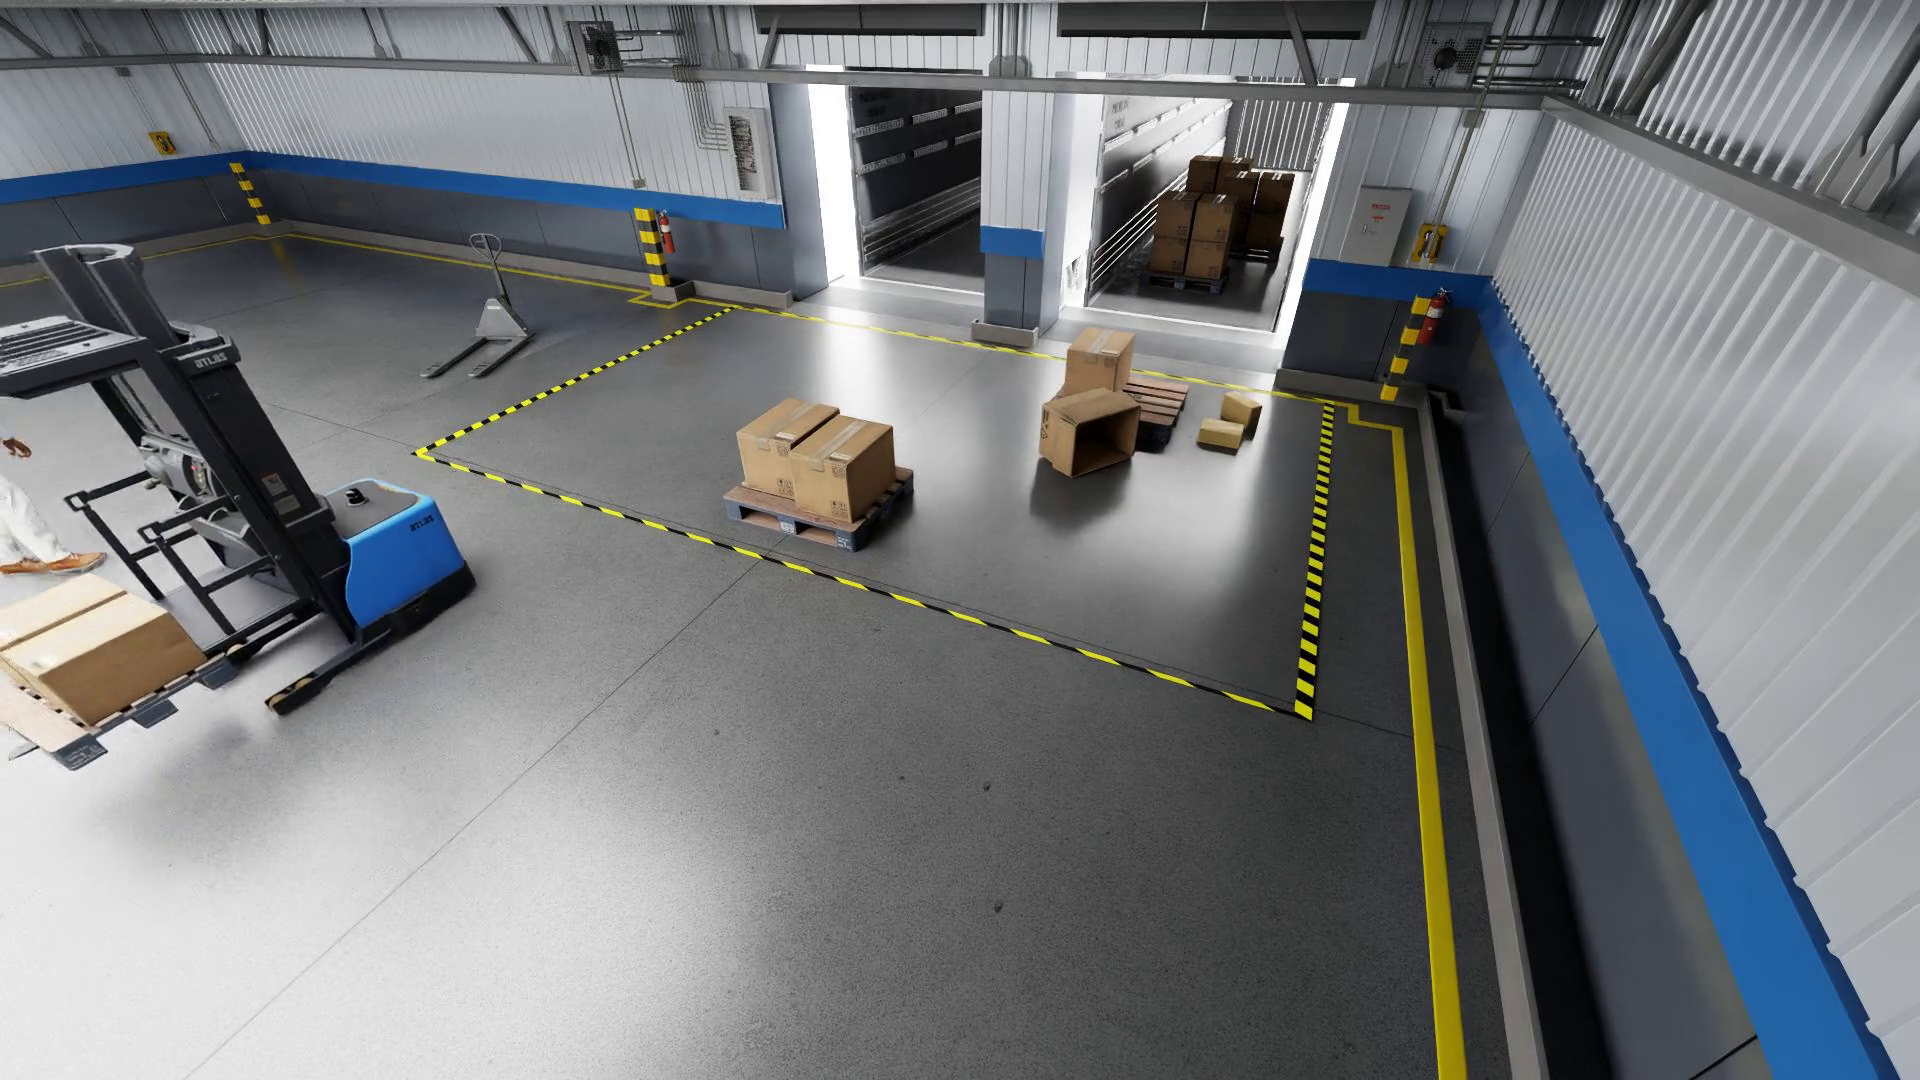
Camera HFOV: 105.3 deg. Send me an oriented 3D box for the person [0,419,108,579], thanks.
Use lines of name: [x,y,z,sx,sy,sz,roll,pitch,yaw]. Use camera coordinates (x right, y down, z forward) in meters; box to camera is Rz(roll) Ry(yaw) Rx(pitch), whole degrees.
person: [-6.610,-0.586,4.865,0.620,1.906,0.637,-16,38,-21]

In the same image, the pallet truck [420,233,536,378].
pallet truck: [-5.664,-2.712,8.427,0.680,1.201,1.601,0,35,-1]

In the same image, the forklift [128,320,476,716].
forklift: [-3.896,-0.332,4.397,0.716,2.013,0.776,15,38,20]
